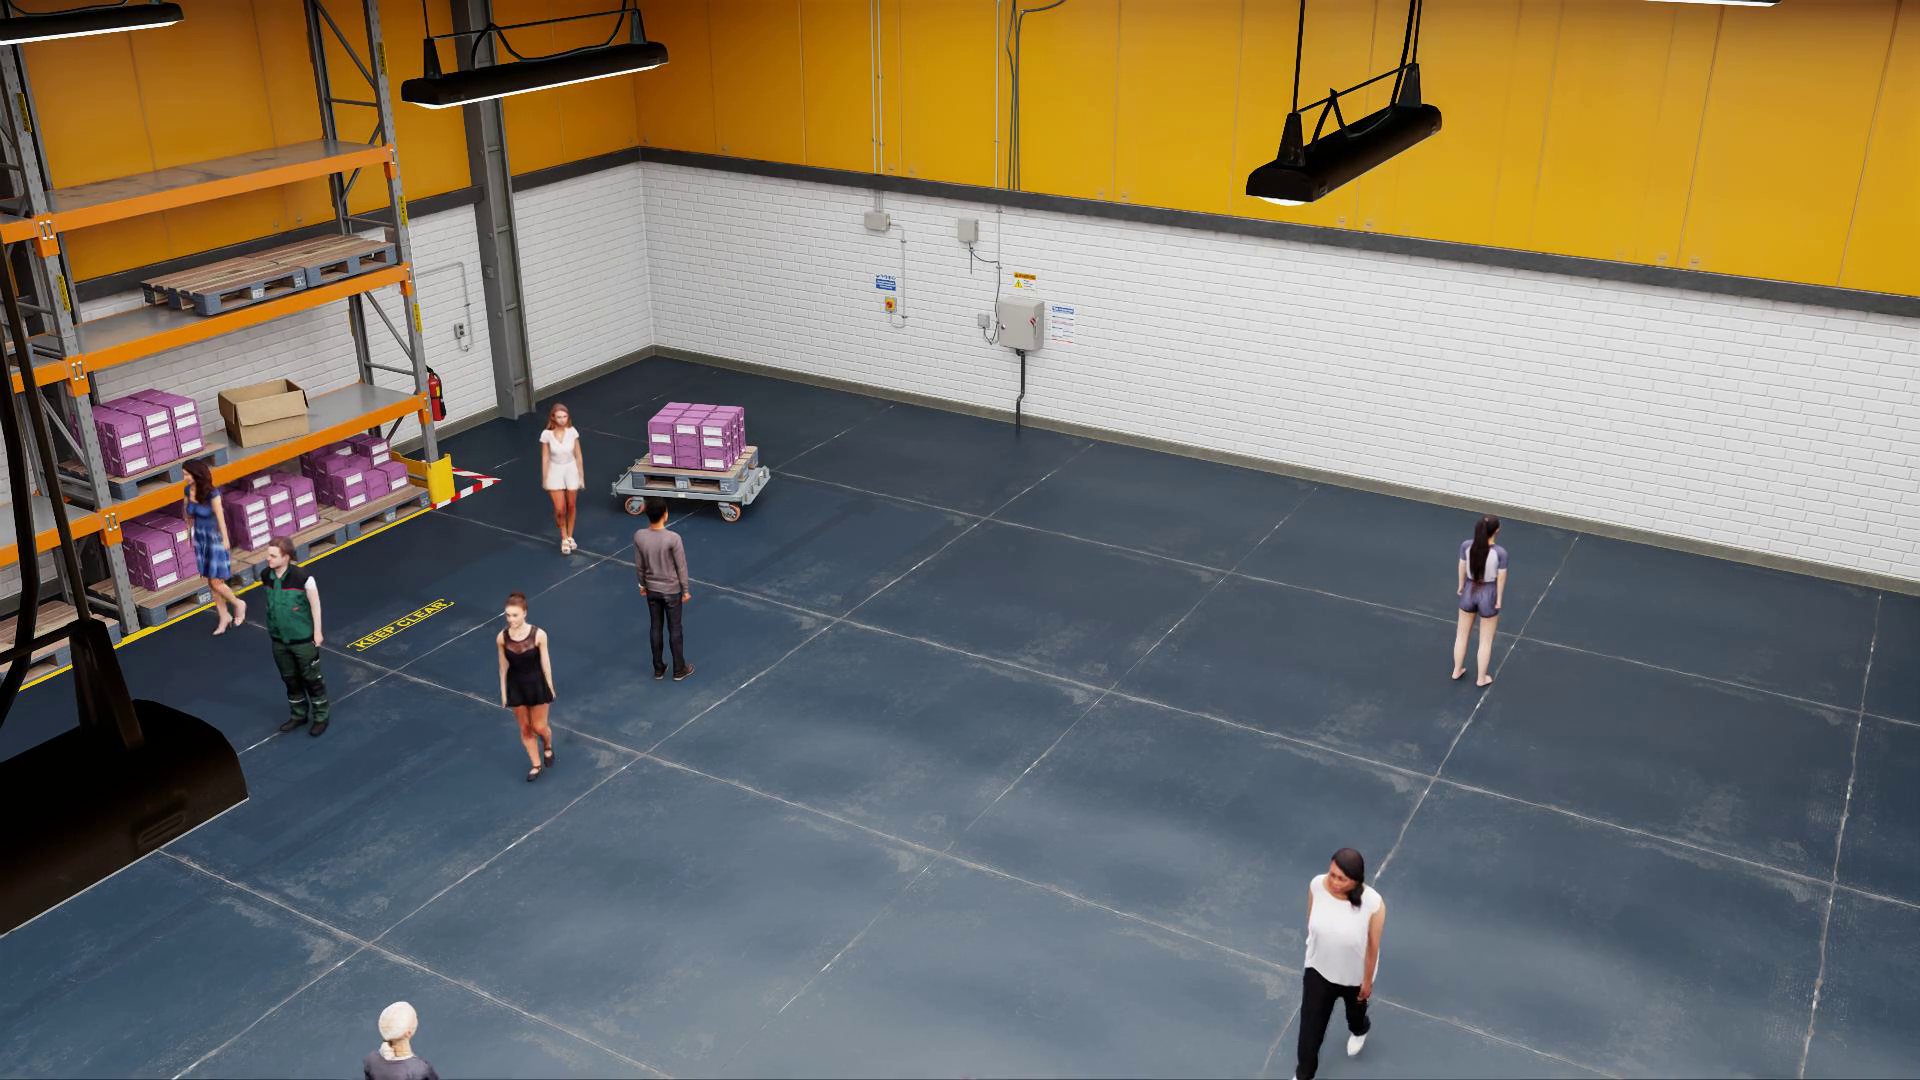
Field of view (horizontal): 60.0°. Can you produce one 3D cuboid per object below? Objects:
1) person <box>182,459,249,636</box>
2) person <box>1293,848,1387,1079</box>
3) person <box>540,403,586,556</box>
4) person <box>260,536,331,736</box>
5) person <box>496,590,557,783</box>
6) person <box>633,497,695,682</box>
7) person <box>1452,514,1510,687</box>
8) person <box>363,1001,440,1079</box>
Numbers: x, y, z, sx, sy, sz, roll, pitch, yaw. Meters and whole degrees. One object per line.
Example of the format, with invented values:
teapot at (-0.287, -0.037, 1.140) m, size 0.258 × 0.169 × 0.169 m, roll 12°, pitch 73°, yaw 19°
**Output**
person at (-7.145, 0.052, 16.009) m, size 0.667 × 1.793 × 0.666 m, roll 12°, pitch 26°, yaw 25°
person at (2.396, 2.618, 10.310) m, size 0.677 × 1.656 × 1.072 m, roll 14°, pitch 27°, yaw 29°
person at (-4.277, -0.697, 17.869) m, size 0.728 × 1.677 × 0.794 m, roll -10°, pitch 26°, yaw -22°
person at (-5.695, 0.802, 14.234) m, size 0.700 × 1.841 × 0.673 m, roll 5°, pitch 24°, yaw 12°
person at (-3.507, 1.171, 13.608) m, size 0.706 × 1.667 × 0.749 m, roll 1°, pitch 24°, yaw 3°
person at (-2.711, 0.449, 15.137) m, size 0.699 × 1.764 × 0.629 m, roll 8°, pitch 25°, yaw 17°
person at (4.714, 0.536, 15.081) m, size 0.621 × 1.650 × 0.554 m, roll 18°, pitch 29°, yaw 35°
person at (-2.951, 3.226, 8.847) m, size 0.633 × 1.714 × 0.638 m, roll 10°, pitch 26°, yaw 22°
